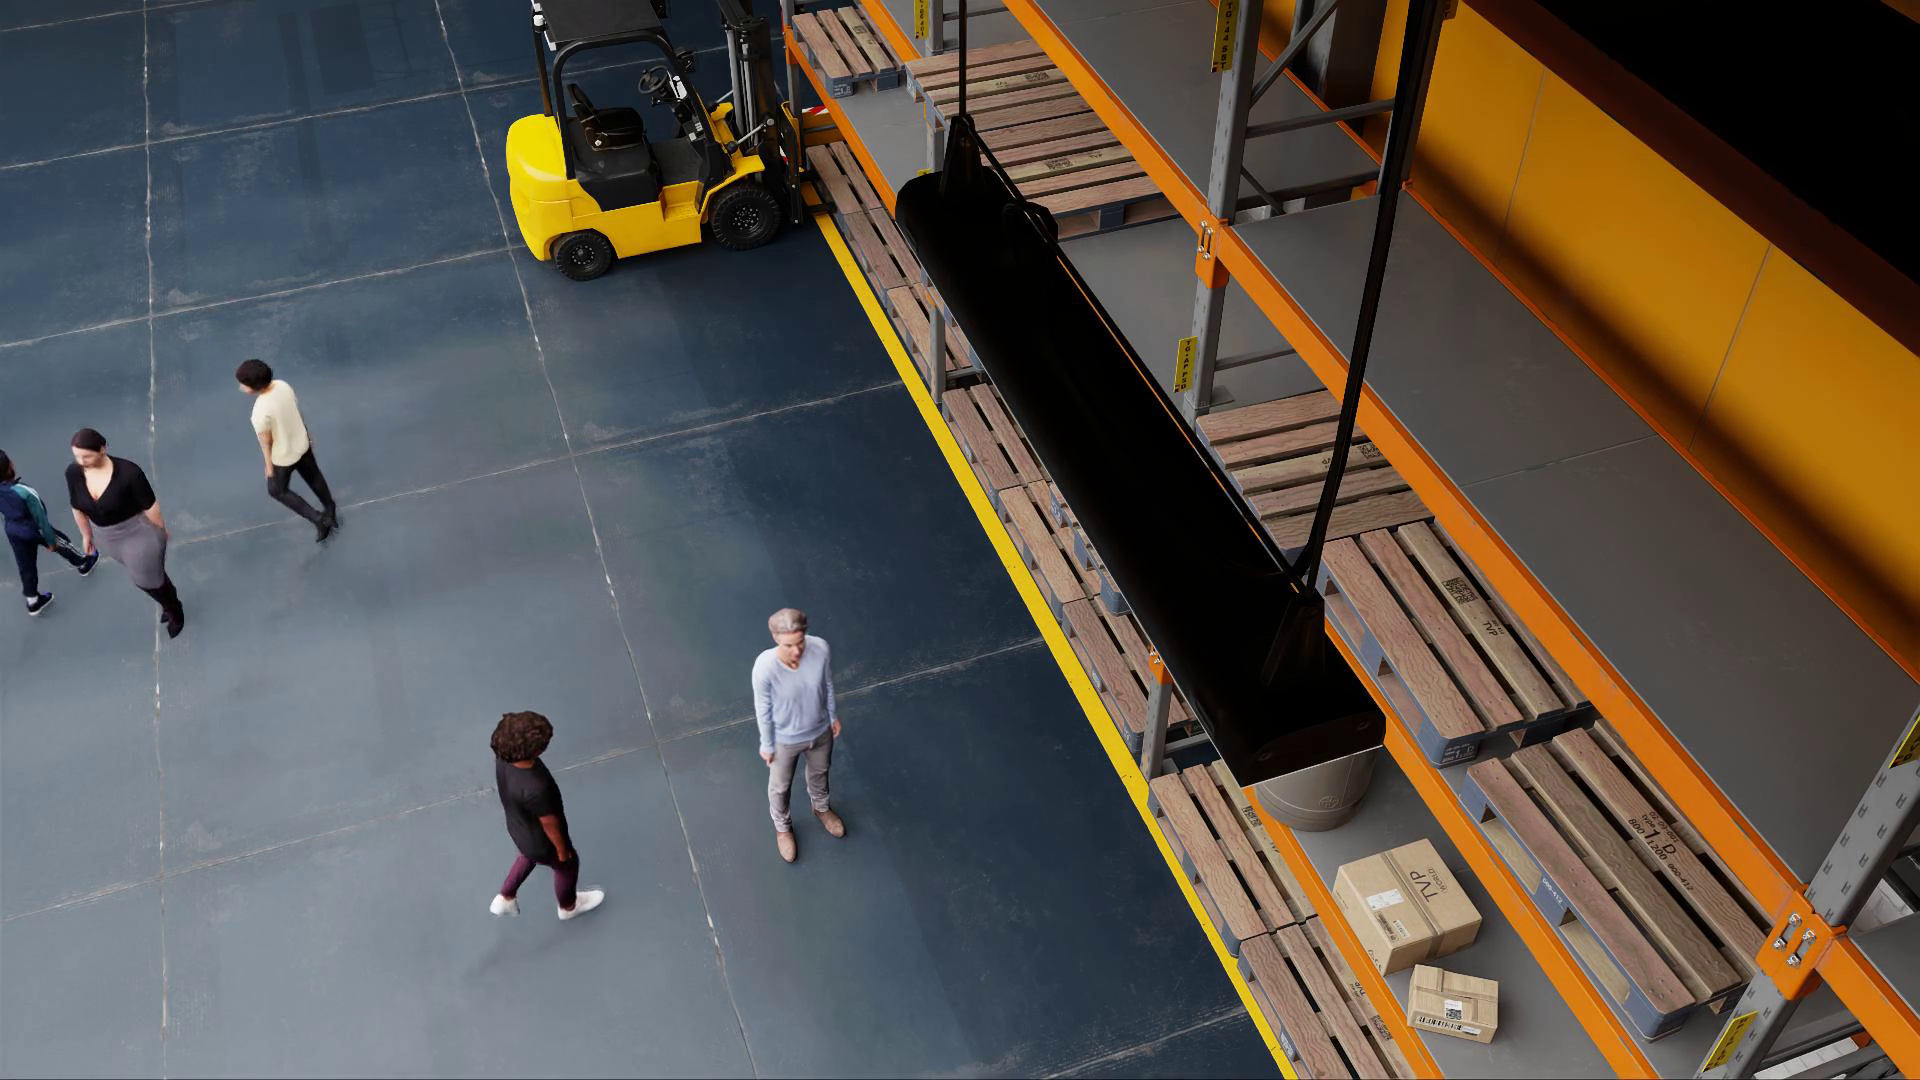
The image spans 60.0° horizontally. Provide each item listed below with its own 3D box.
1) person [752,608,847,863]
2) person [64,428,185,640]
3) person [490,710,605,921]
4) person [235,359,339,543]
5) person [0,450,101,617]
[{"bbox_3d":[-0.930,1.077,9.514,0.706,1.894,0.637,-22,48,-22],"label":"person"},{"bbox_3d":[-5.375,-0.111,10.873,0.798,1.739,0.833,9,44,9],"label":"person"},{"bbox_3d":[-2.365,1.581,9.082,0.857,1.760,0.880,-32,52,-29],"label":"person"},{"bbox_3d":[-4.629,-0.593,11.499,0.795,1.574,0.703,17,46,17],"label":"person"},{"bbox_3d":[-6.291,-0.036,11.167,0.763,1.225,0.935,7,44,7],"label":"person"}]
